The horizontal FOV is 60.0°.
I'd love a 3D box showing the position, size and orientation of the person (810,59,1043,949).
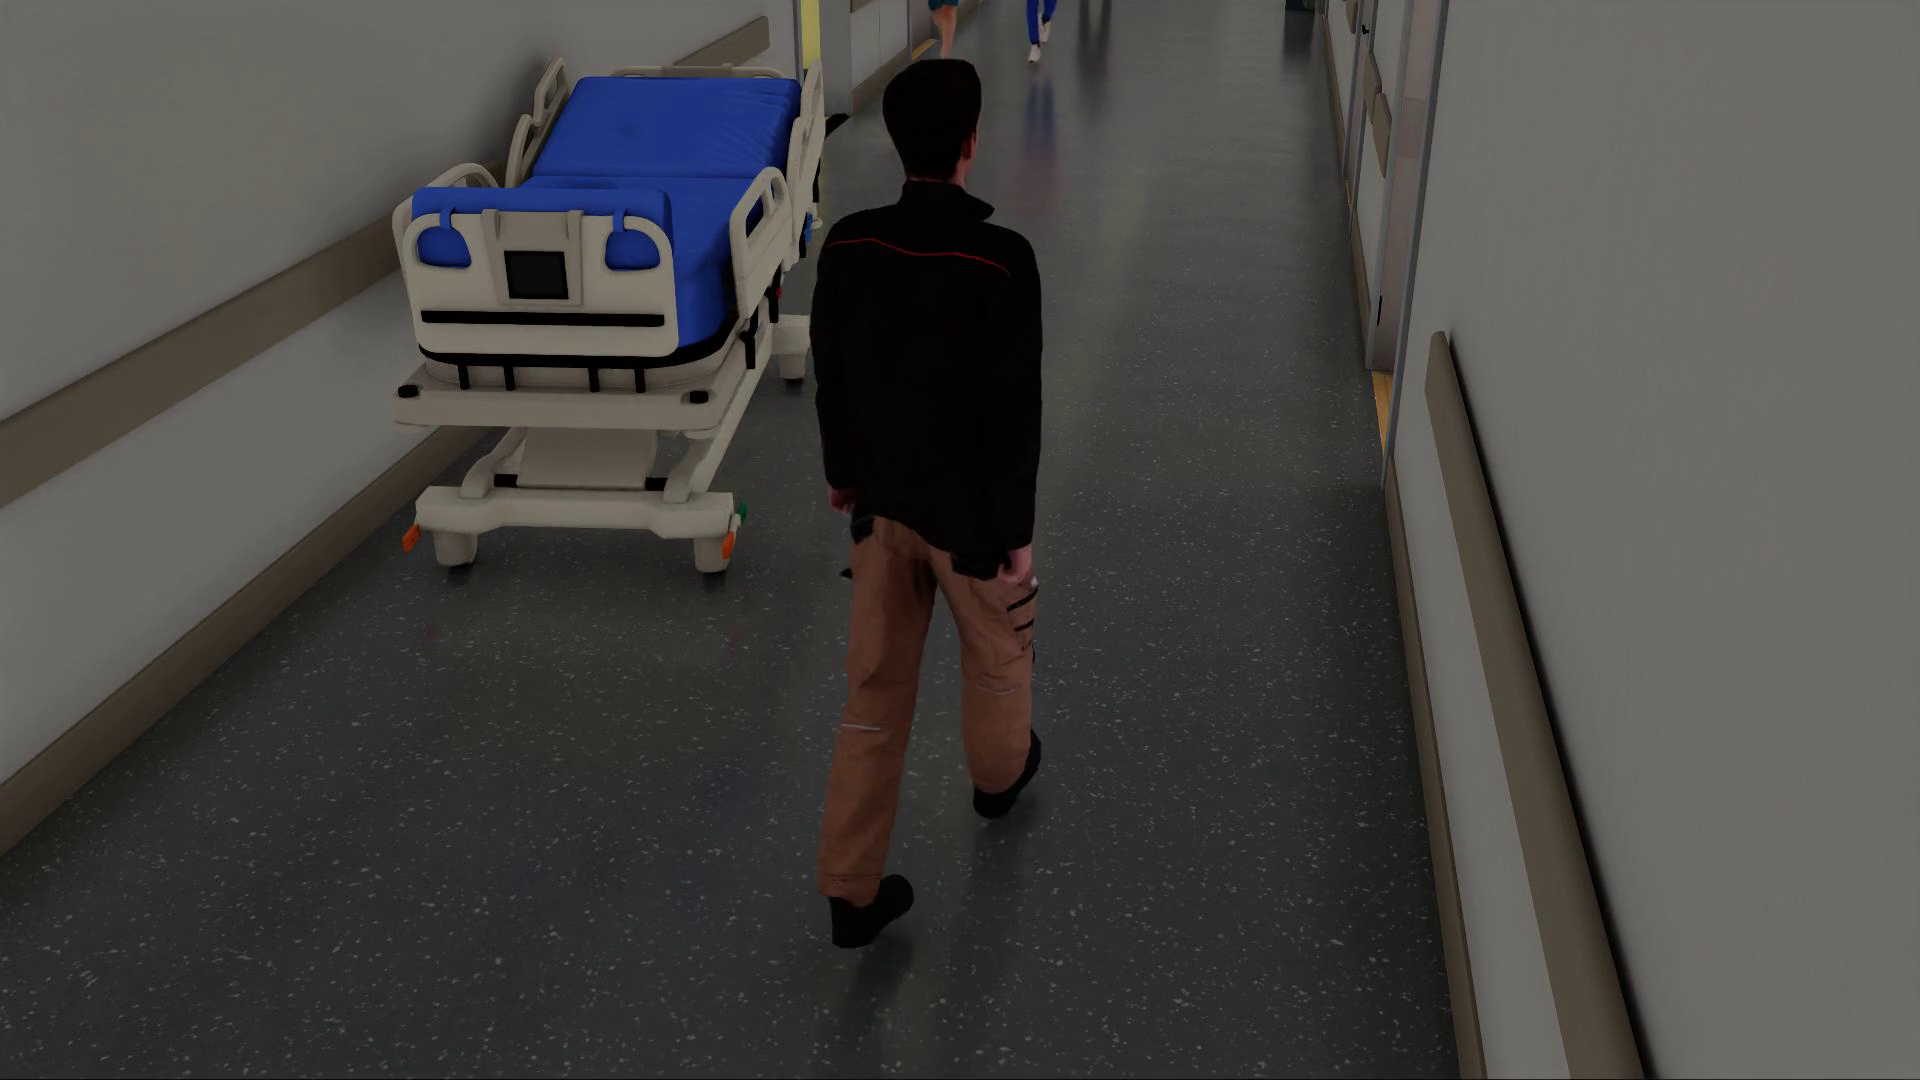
[{"bbox_3d":[-0.101,-0.006,3.544,1.224,1.884,0.941,10,28,20],"label":"person"}]
